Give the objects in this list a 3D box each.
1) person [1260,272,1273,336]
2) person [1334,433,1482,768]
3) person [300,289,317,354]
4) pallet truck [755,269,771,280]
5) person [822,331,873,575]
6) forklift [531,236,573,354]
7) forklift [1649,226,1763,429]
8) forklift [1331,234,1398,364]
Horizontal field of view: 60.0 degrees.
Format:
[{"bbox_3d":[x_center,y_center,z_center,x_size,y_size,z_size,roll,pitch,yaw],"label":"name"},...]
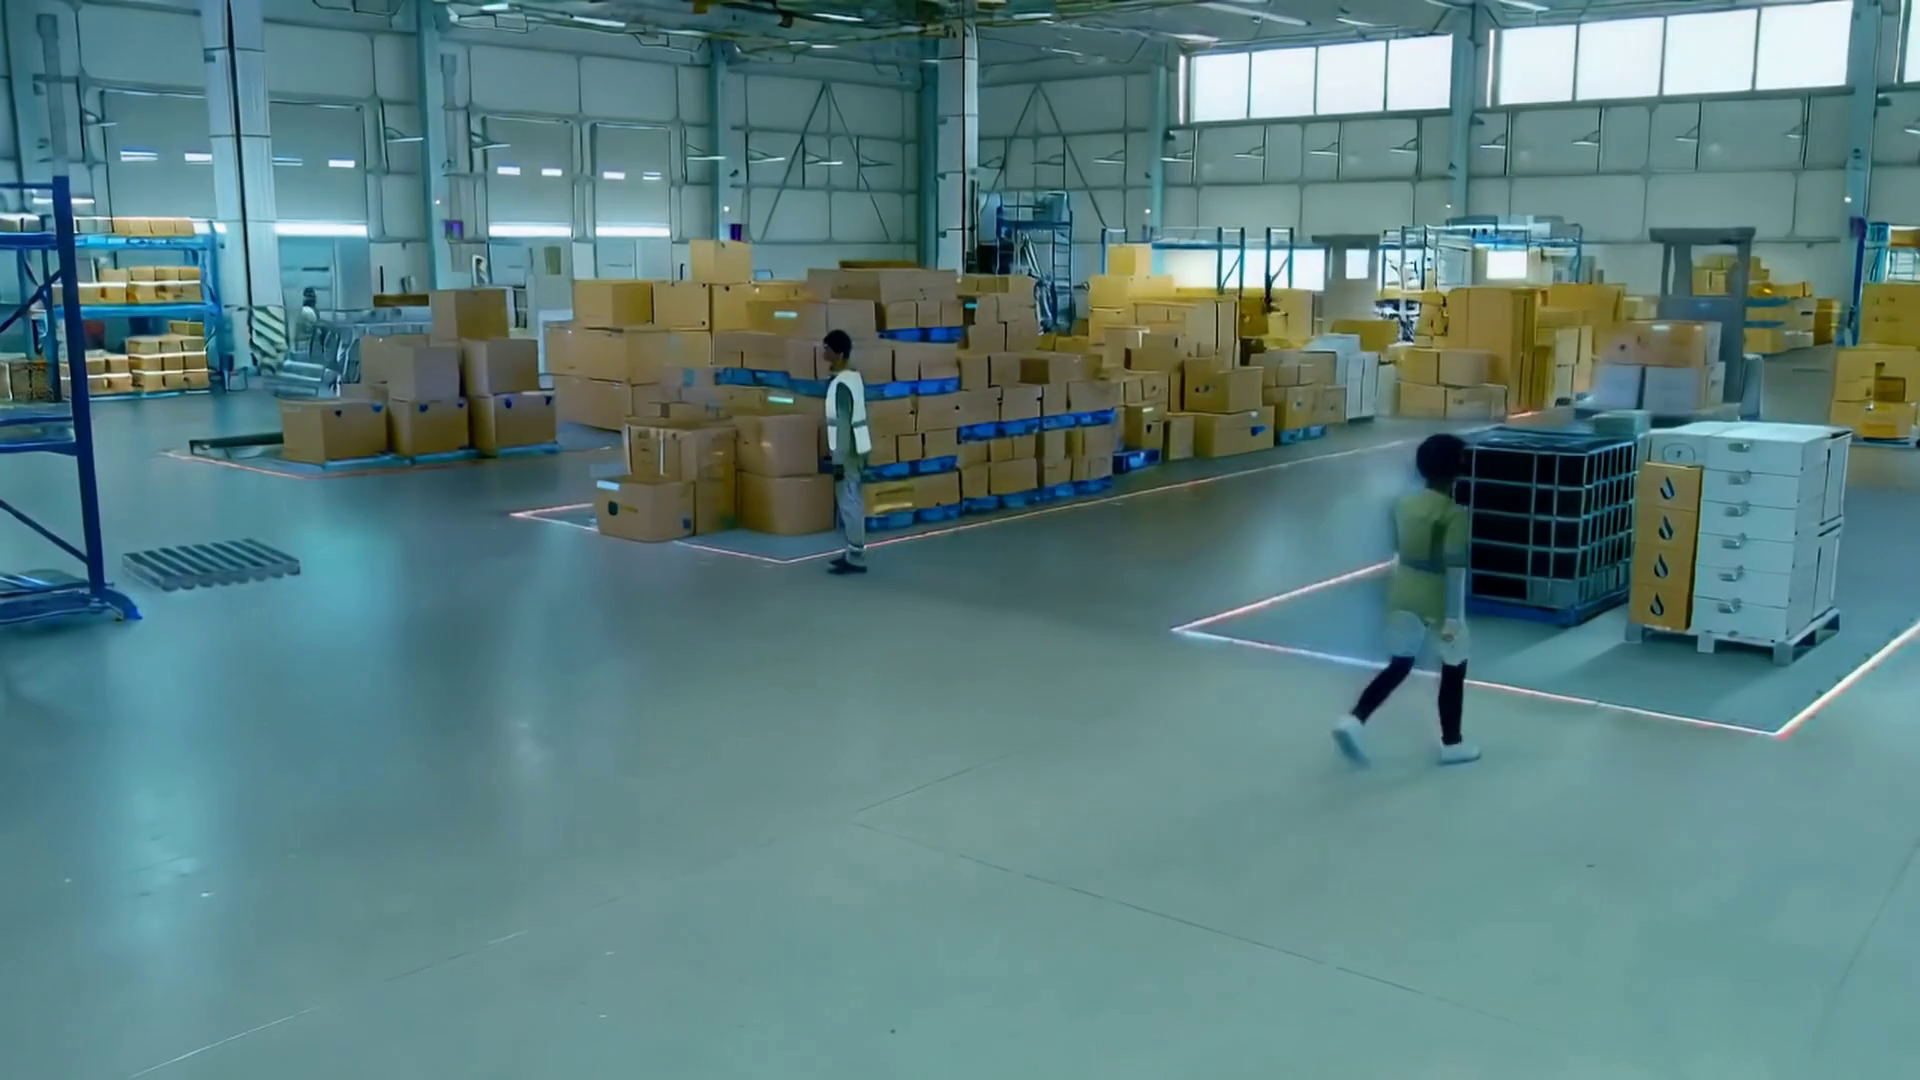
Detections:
[{"bbox_3d":[8.872,-6.781,47.865,0.378,1.889,0.701,6,12,31],"label":"person"},{"bbox_3d":[2.222,0.309,8.070,0.782,1.670,0.534,-5,11,-27],"label":"person"},{"bbox_3d":[-13.539,-4.355,34.500,0.723,1.718,0.492,2,10,11],"label":"person"},{"bbox_3d":[-4.996,-6.432,45.525,1.885,1.965,0.823,-6,12,-32],"label":"pallet truck"},{"bbox_3d":[-0.883,-0.684,13.068,0.388,1.908,0.584,0,10,0],"label":"person"},{"bbox_3d":[-9.601,-5.790,39.356,1.873,2.768,1.129,8,13,40],"label":"forklift"},{"bbox_3d":[10.060,-2.806,22.367,1.129,2.768,1.873,8,13,39],"label":"forklift"},{"bbox_3d":[8.159,-4.906,34.322,1.129,2.768,1.873,-3,10,-16],"label":"forklift"}]
